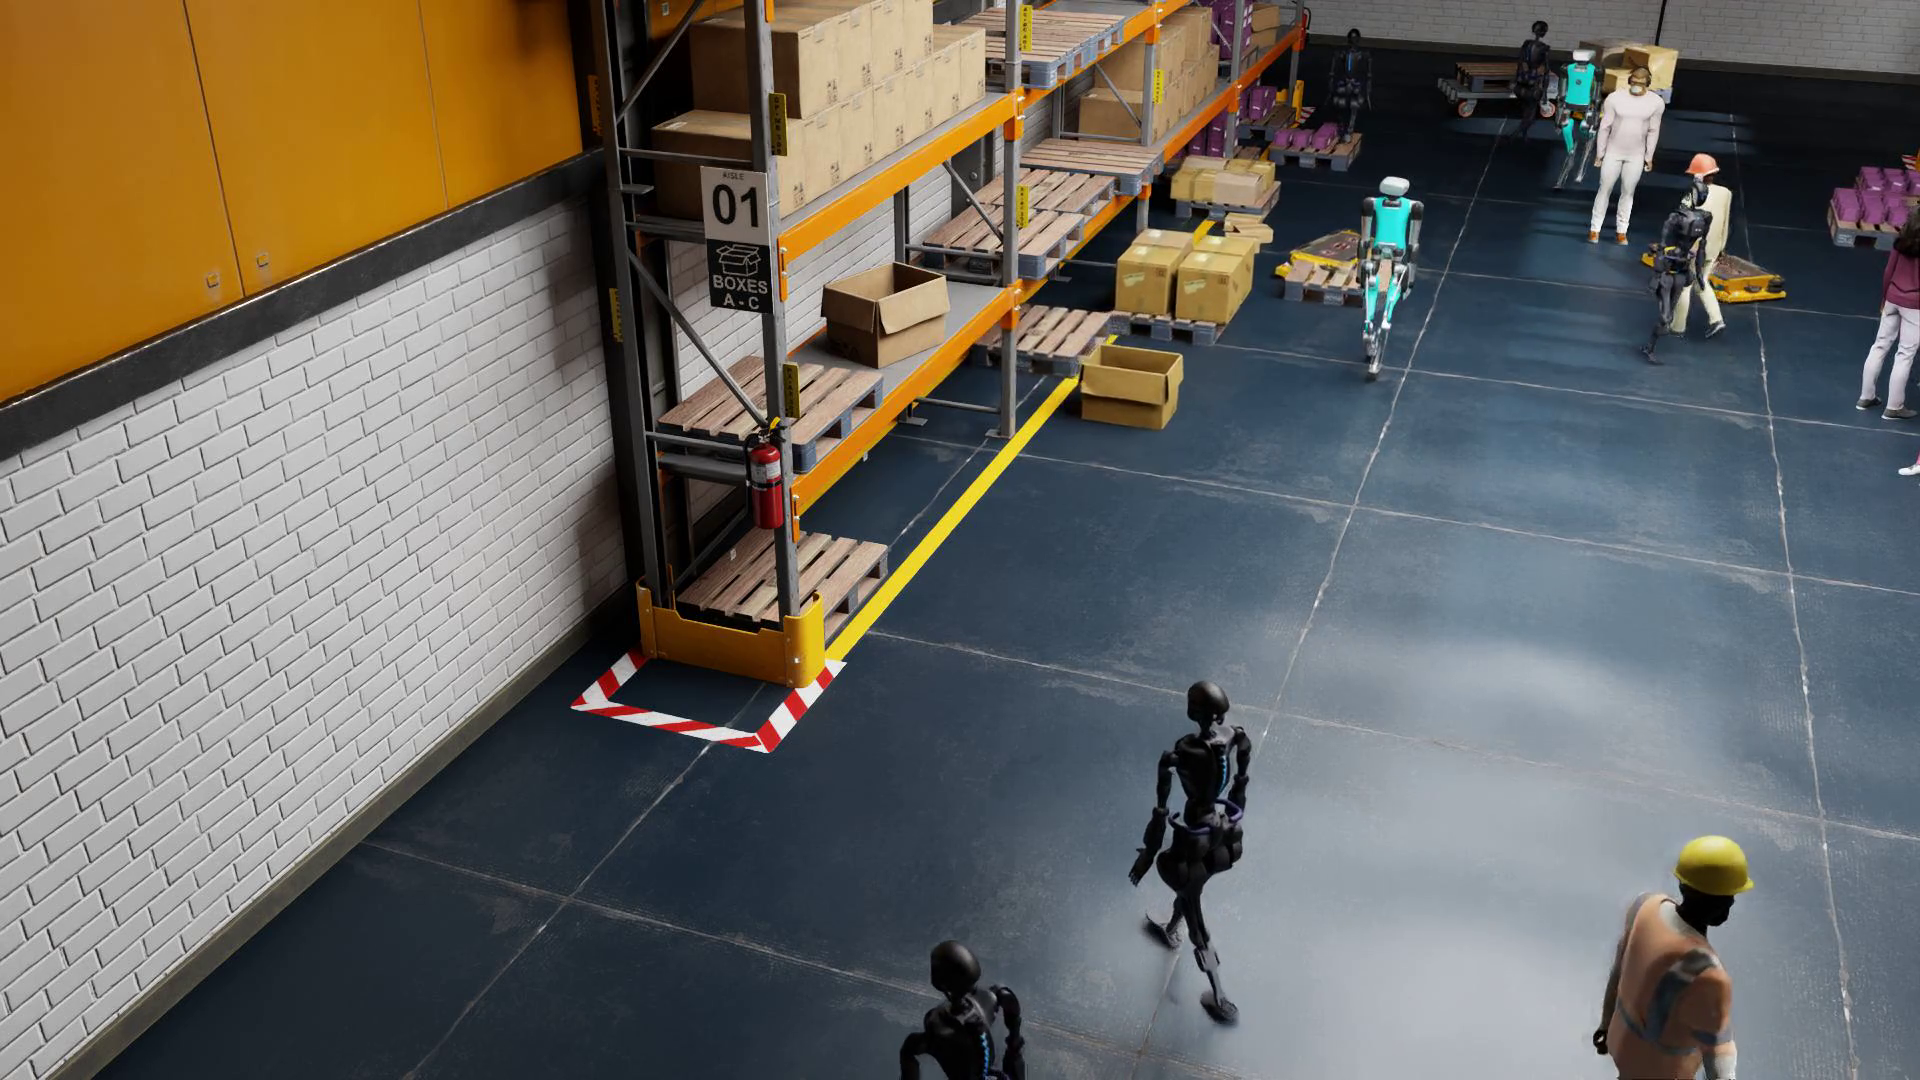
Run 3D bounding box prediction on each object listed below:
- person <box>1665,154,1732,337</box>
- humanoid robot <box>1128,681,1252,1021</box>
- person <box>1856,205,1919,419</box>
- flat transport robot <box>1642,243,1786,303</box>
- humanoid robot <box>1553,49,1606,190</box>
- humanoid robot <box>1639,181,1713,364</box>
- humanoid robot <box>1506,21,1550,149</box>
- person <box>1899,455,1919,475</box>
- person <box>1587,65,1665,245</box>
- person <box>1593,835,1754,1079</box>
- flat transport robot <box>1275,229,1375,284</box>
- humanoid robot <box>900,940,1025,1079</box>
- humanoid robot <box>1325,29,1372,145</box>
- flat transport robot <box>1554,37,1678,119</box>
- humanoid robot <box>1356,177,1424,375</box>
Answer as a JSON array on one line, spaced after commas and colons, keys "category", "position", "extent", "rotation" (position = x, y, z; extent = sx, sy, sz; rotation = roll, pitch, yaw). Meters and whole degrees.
[{"category": "person", "position": [6.851, -2.683, 15.366], "extent": [0.608, 1.726, 0.587], "rotation": [-13, 30, -24]}, {"category": "humanoid robot", "position": [1.071, 1.368, 7.617], "extent": [0.600, 1.626, 0.787], "rotation": [-16, 31, -29]}, {"category": "person", "position": [7.814, -1.954, 13.710], "extent": [0.422, 1.949, 0.490], "rotation": [-11, 29, -21]}, {"category": "flat transport robot", "position": [7.746, -2.762, 17.108], "extent": [0.659, 0.231, 1.431], "rotation": [-7, 28, -13]}, {"category": "humanoid robot", "position": [7.446, -5.047, 19.977], "extent": [0.542, 1.734, 1.058], "rotation": [17, 32, 29]}, {"category": "humanoid robot", "position": [6.397, -2.400, 14.874], "extent": [0.602, 1.652, 0.399], "rotation": [-10, 29, -19]}, {"category": "humanoid robot", "position": [7.420, -5.962, 21.801], "extent": [0.611, 1.640, 0.585], "rotation": [-13, 30, -23]}, {"category": "person", "position": [7.479, -1.172, 12.547], "extent": [0.306, 1.624, 0.493], "rotation": [-7, 28, -14]}, {"category": "person", "position": [7.205, -4.167, 18.021], "extent": [0.627, 1.933, 0.371], "rotation": [7, 28, 14]}, {"category": "person", "position": [2.644, 1.925, 6.273], "extent": [1.045, 1.861, 0.592], "rotation": [2, 27, 4]}, {"category": "flat transport robot", "position": [3.981, -2.976, 17.522], "extent": [0.659, 0.231, 1.431], "rotation": [21, 34, 35]}, {"category": "humanoid robot", "position": [0.079, 2.162, 6.020], "extent": [0.605, 1.638, 0.464], "rotation": [-21, 34, -35]}, {"category": "humanoid robot", "position": [5.000, -5.731, 21.386], "extent": [0.587, 1.627, 0.783], "rotation": [10, 29, 19]}, {"category": "flat transport robot", "position": [9.297, -6.229, 23.833], "extent": [1.431, 0.231, 0.659], "rotation": [-10, 29, -19]}, {"category": "humanoid robot", "position": [3.672, -2.237, 14.490], "extent": [0.543, 1.732, 1.010], "rotation": [11, 29, 20]}]
